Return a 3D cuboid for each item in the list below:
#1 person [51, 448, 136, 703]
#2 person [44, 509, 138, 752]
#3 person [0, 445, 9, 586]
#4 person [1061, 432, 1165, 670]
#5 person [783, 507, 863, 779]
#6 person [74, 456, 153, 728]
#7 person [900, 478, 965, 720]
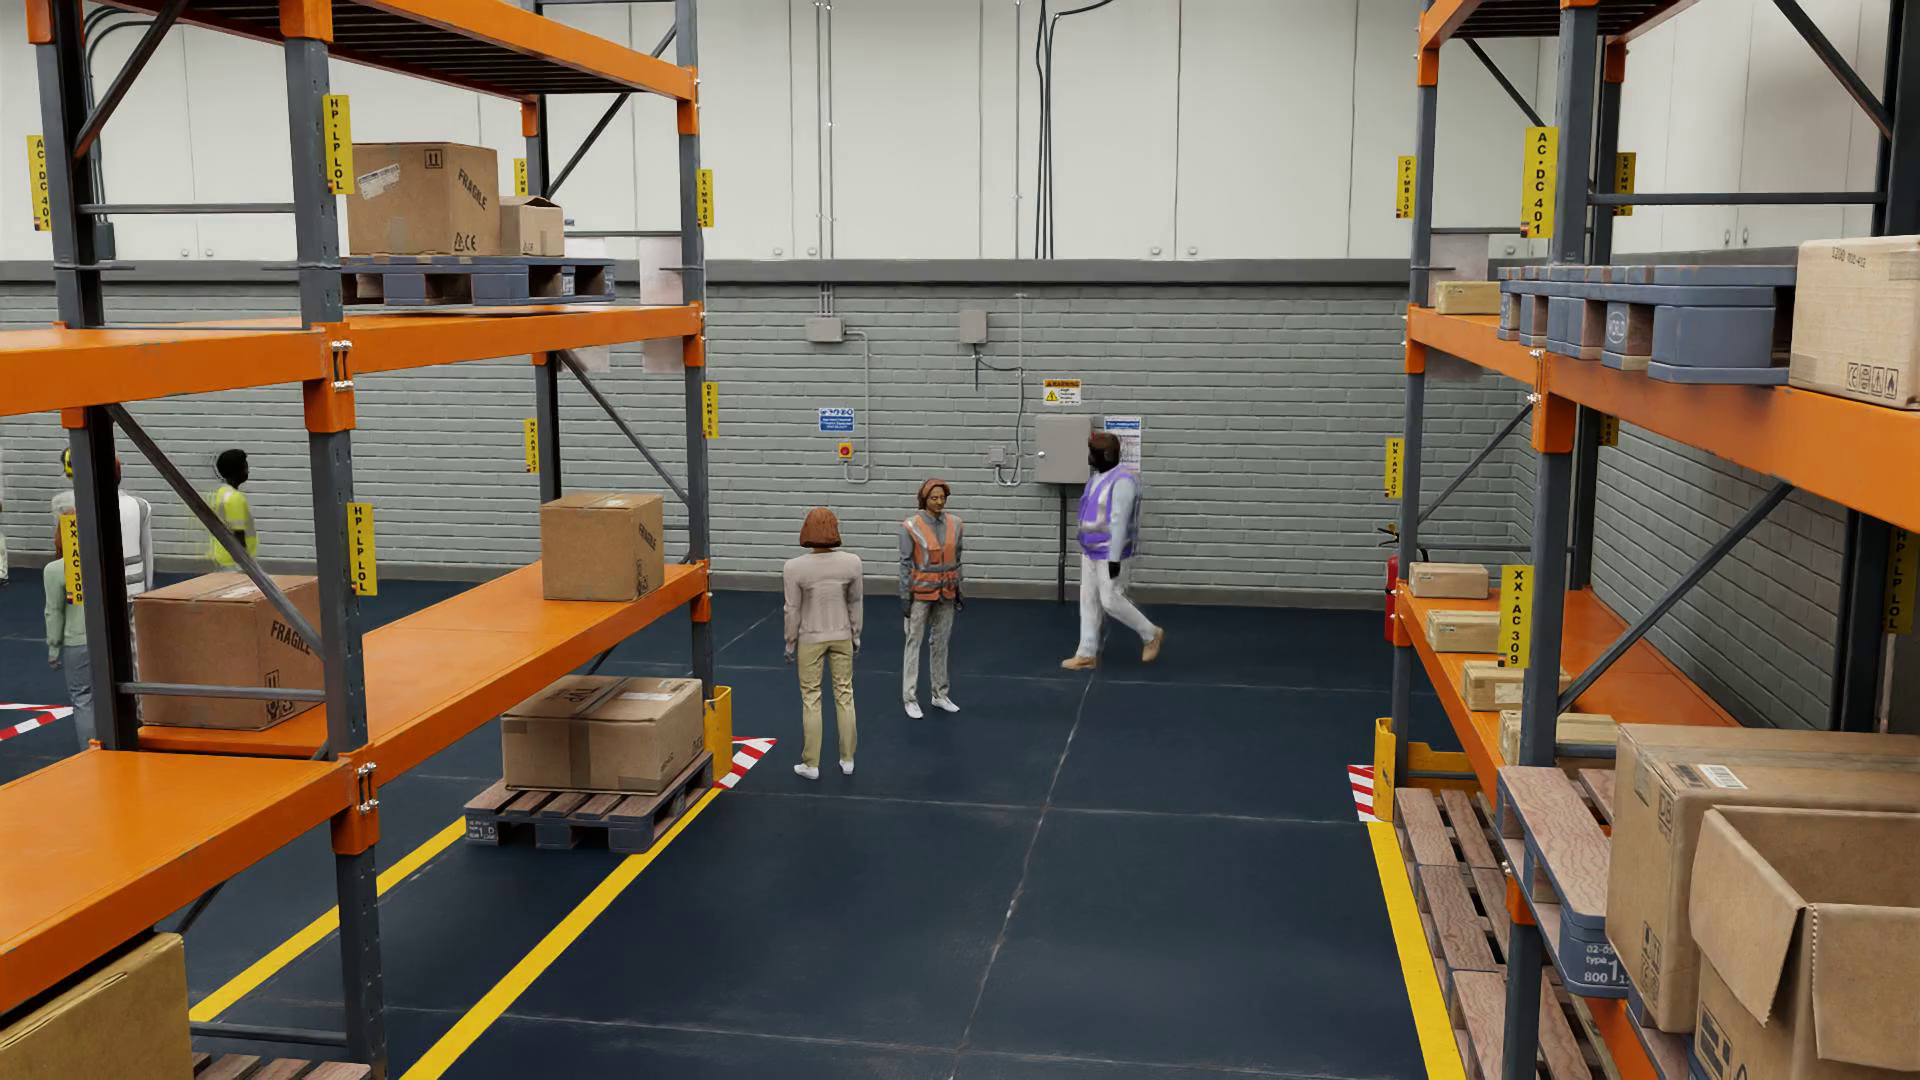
[{"bbox_3d":[-6.026,0.244,11.705,0.589,1.823,0.902,-8,12,-42],"label":"person"},{"bbox_3d":[-5.196,0.622,9.948,0.302,1.624,0.498,5,11,30],"label":"person"},{"bbox_3d":[-9.425,-0.410,15.948,0.575,1.741,0.355,3,10,18],"label":"person"},{"bbox_3d":[1.154,0.090,12.601,0.712,1.826,0.634,-3,10,-20],"label":"person"},{"bbox_3d":[-0.816,0.615,9.954,0.499,1.633,0.286,-4,10,-24],"label":"person"},{"bbox_3d":[-5.443,0.371,10.695,0.355,1.883,0.574,4,10,22],"label":"person"},{"bbox_3d":[-0.190,0.389,11.331,0.517,1.639,0.314,-6,11,-34],"label":"person"}]
